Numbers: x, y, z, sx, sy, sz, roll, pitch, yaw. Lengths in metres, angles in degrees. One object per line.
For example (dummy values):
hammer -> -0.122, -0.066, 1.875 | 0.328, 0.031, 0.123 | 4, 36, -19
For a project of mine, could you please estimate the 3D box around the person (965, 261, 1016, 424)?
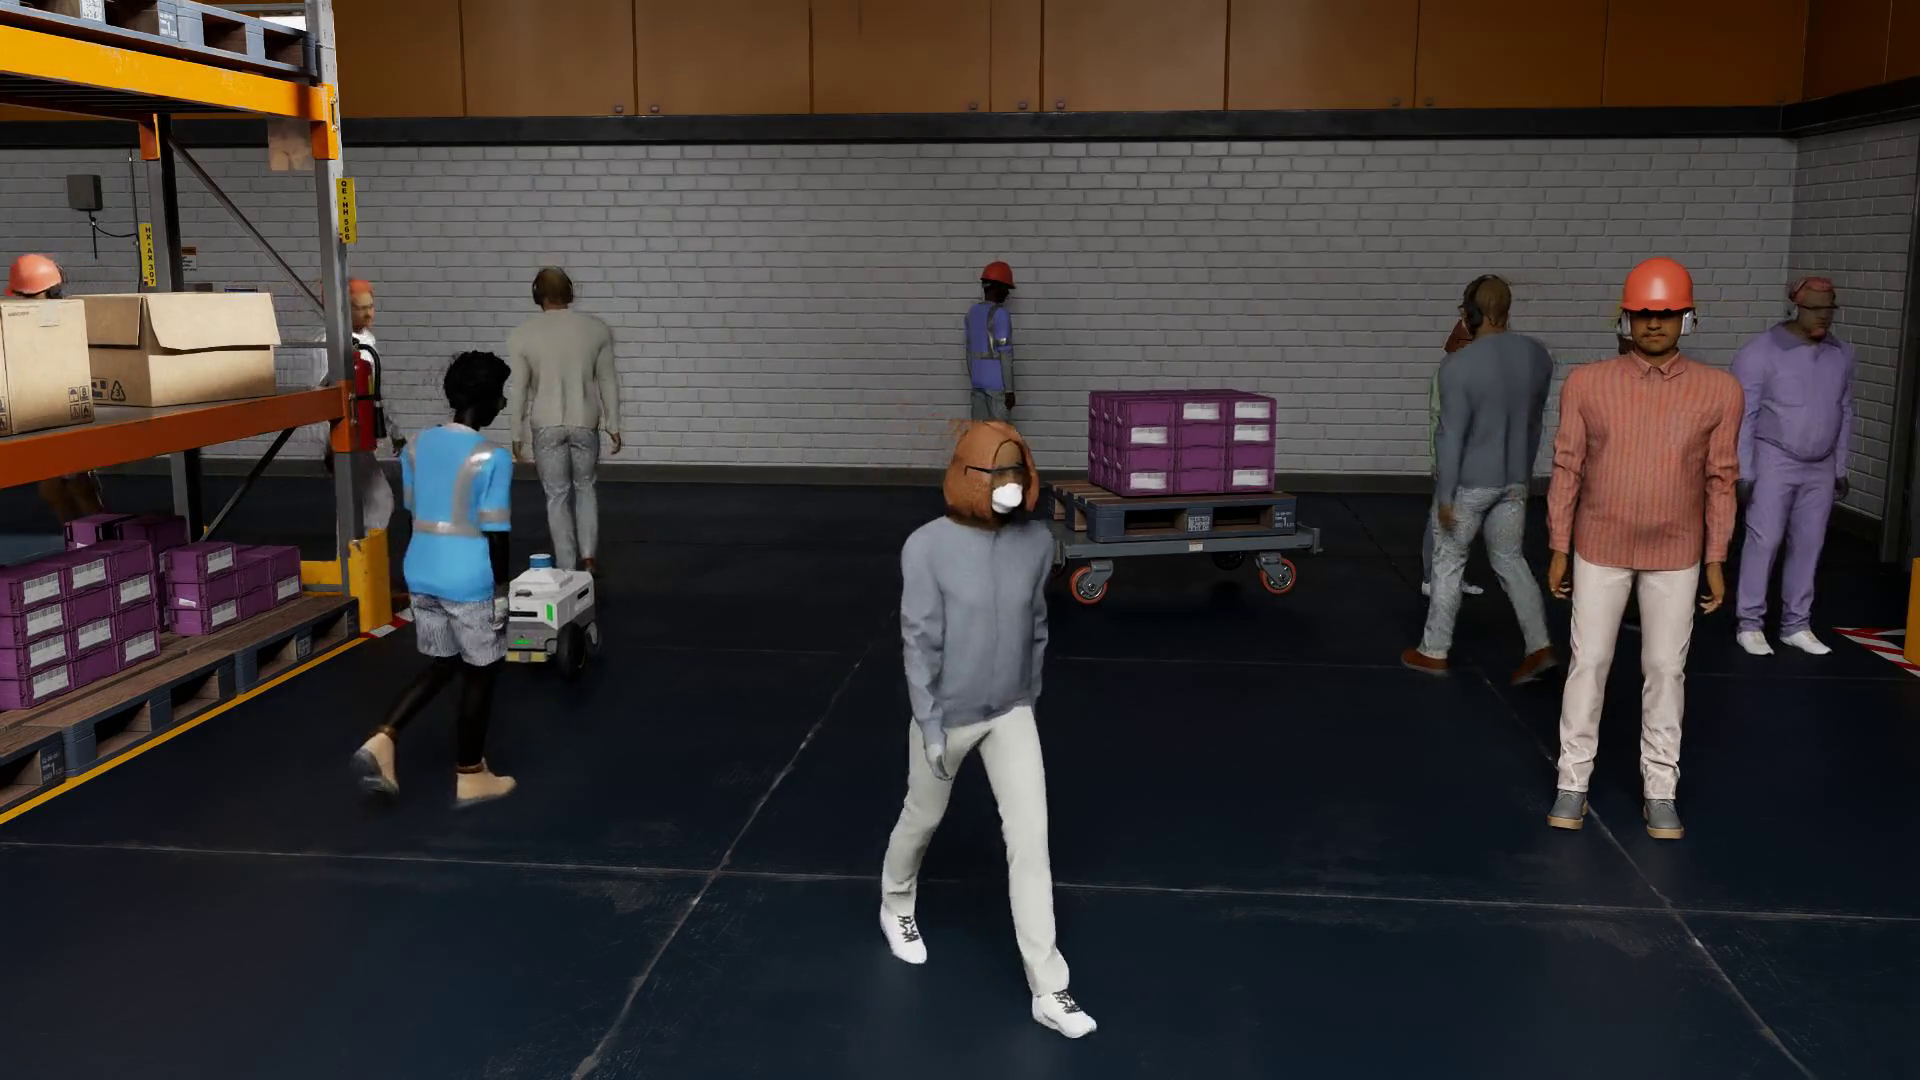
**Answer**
person -> 0.274, -1.244, 13.256 | 0.372, 1.928, 0.543 | -7, 12, -34

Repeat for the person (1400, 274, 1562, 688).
person -> 2.442, -0.262, 7.685 | 0.636, 1.915, 0.826 | -4, 11, -21

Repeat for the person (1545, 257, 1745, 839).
person -> 2.342, 0.034, 5.746 | 0.611, 1.995, 0.375 | 3, 10, 19

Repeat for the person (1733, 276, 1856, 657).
person -> 4.167, -0.359, 8.301 | 0.652, 1.893, 0.395 | -2, 10, -12

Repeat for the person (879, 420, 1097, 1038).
person -> 0.039, 0.460, 4.478 | 0.499, 1.586, 0.897 | -5, 11, -29

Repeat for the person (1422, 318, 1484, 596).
person -> 2.912, -0.472, 9.681 | 0.506, 1.632, 0.268 | -7, 12, -35

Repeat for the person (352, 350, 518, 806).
person -> -1.830, 0.168, 5.914 | 0.565, 1.667, 0.567 | 7, 12, 34

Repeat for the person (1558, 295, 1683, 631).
person -> 3.536, -0.428, 8.931 | 0.604, 1.797, 0.798 | -8, 13, -38

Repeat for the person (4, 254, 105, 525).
person -> -5.343, -0.690, 9.900 | 0.565, 1.989, 0.752 | -9, 14, -43

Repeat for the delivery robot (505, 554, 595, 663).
delivery robot -> -2.014, 0.311, 8.016 | 0.477, 0.478, 0.707 | 1, 10, 4

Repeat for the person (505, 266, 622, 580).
person -> -2.364, -0.656, 9.898 | 0.656, 1.920, 0.545 | -4, 11, -24

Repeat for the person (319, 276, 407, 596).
person -> -3.439, -0.584, 9.638 | 0.554, 1.868, 0.607 | -1, 10, -6
